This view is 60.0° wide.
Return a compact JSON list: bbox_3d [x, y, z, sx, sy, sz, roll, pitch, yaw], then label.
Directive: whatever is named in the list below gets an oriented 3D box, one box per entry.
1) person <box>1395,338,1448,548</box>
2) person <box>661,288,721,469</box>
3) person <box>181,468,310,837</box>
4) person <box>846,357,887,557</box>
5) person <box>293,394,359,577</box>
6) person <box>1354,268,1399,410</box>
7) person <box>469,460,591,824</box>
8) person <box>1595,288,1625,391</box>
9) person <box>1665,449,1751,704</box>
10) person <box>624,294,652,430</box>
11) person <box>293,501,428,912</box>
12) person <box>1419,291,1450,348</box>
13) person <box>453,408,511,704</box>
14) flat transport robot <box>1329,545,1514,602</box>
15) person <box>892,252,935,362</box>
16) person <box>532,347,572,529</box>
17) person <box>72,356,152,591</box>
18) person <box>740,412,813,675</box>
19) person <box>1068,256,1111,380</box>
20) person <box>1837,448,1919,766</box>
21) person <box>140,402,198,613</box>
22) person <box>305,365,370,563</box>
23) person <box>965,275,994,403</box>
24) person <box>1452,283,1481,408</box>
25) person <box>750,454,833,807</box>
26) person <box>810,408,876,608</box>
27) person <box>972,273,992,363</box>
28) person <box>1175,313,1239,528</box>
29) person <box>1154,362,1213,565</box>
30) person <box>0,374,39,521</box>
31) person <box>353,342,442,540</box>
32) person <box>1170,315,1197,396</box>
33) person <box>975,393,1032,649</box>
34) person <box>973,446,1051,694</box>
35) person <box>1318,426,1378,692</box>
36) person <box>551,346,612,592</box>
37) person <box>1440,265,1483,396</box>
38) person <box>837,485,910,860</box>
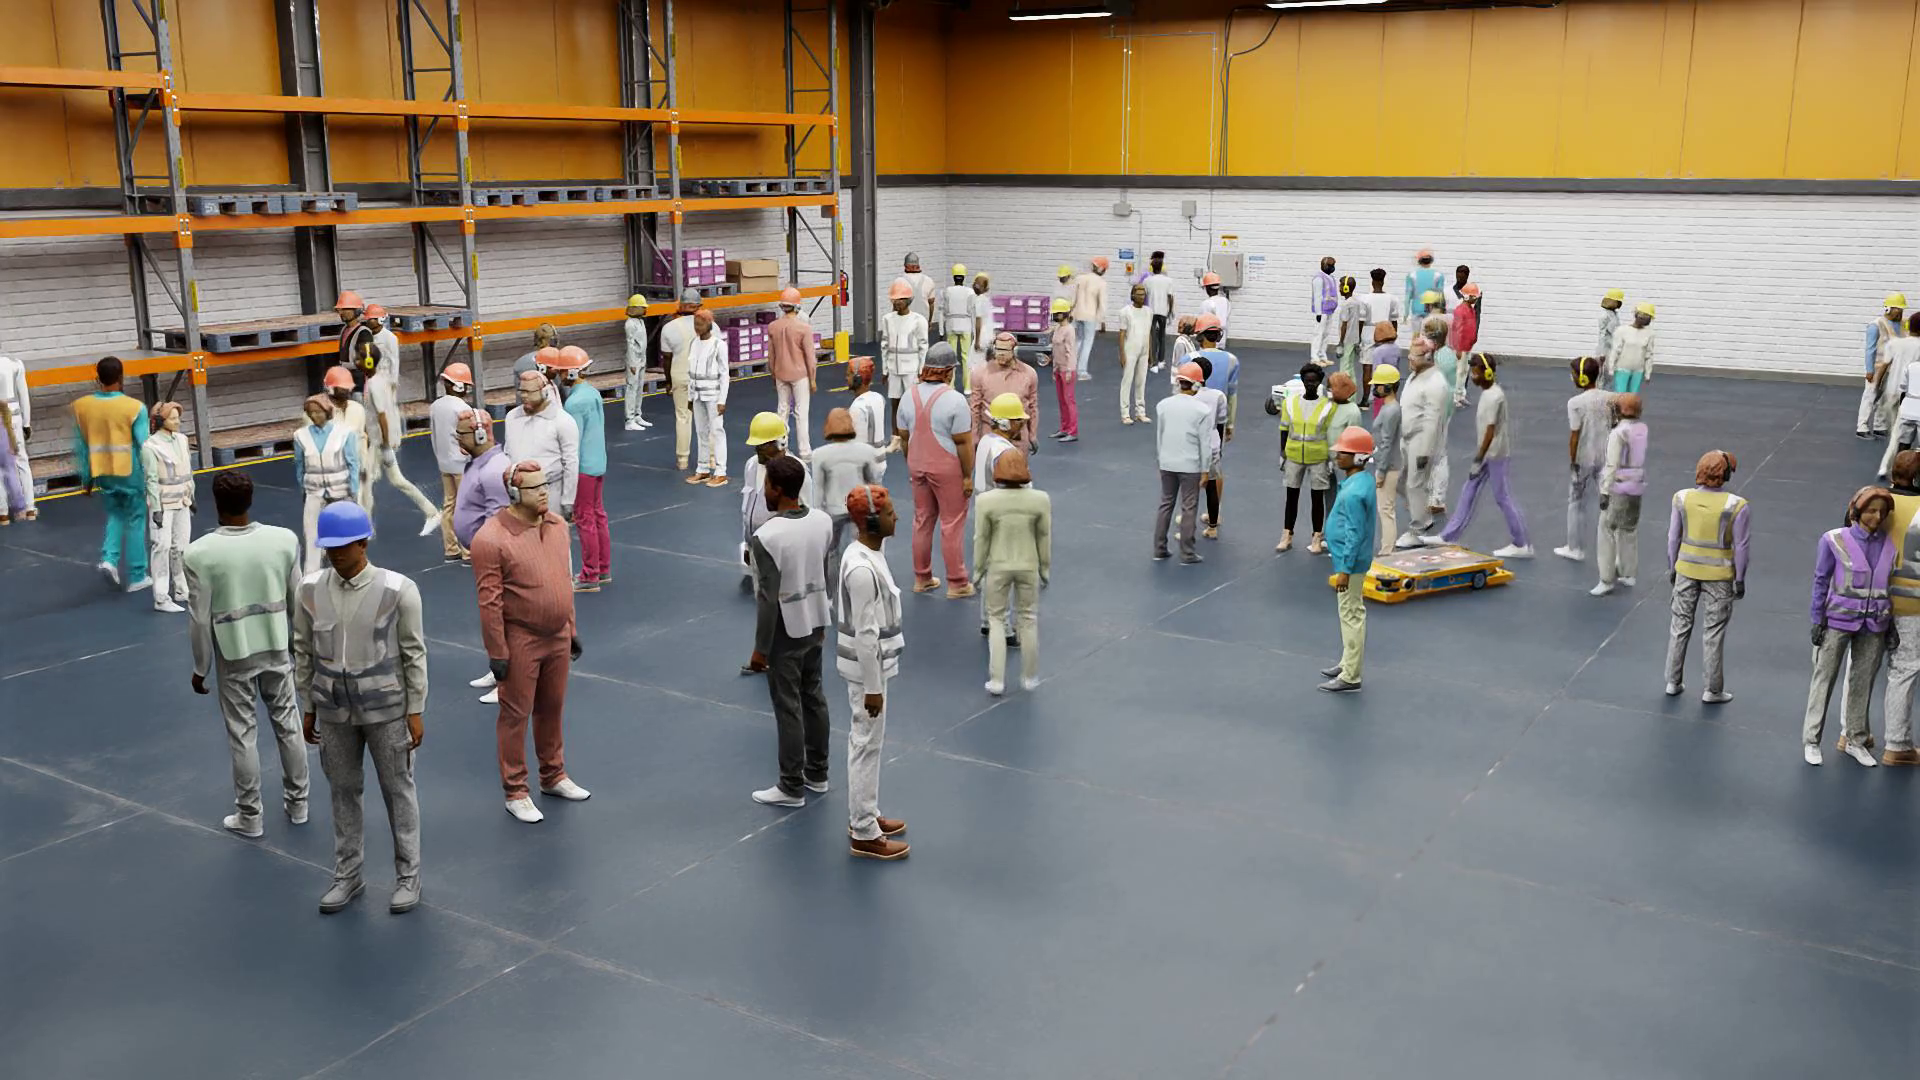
[{"bbox_3d":[4.079,-0.862,14.849,0.417,1.893,0.680,-1,13,-4],"label":"person"},{"bbox_3d":[-2.987,-1.815,18.680,0.673,2.000,0.535,-1,13,-4],"label":"person"},{"bbox_3d":[-3.647,0.580,8.557,0.587,1.920,0.392,-12,18,-42],"label":"person"},{"bbox_3d":[-0.783,-0.544,13.514,0.355,1.883,0.573,3,13,14],"label":"person"},{"bbox_3d":[-5.033,-0.332,13.198,0.524,1.612,0.772,-1,13,-5],"label":"person"},{"bbox_3d":[5.752,-2.776,23.012,0.611,1.962,0.364,-1,13,-5],"label":"person"},{"bbox_3d":[-2.254,0.521,8.831,0.411,1.913,0.643,7,15,29],"label":"person"},{"bbox_3d":[8.732,-2.520,22.396,0.303,1.740,0.485,11,17,39],"label":"person"},{"bbox_3d":[4.779,0.236,10.661,0.307,1.641,0.513,-12,17,-42],"label":"person"},{"bbox_3d":[-4.141,-2.287,21.406,0.342,1.735,0.484,2,13,8],"label":"person"},{"bbox_3d":[-2.758,0.768,7.677,0.607,1.948,0.389,0,13,2],"label":"person"},{"bbox_3d":[6.190,-2.387,21.824,0.555,1.732,0.440,-10,16,-38],"label":"person"},{"bbox_3d":[-3.050,0.093,10.727,0.395,1.900,0.647,-6,14,-24],"label":"person"},{"bbox_3d":[3.772,0.258,13.566,1.431,0.197,0.652,-8,15,-30],"label":"flat transport robot"},{"bbox_3d":[-0.751,-3.380,25.468,0.689,2.000,0.538,-6,14,-23],"label":"person"},{"bbox_3d":[-3.807,-0.918,15.433,0.339,1.743,0.560,1,13,3],"label":"person"},{"bbox_3d":[-6.749,-0.522,13.373,0.618,1.899,0.457,1,13,3],"label":"person"},{"bbox_3d":[-1.246,0.044,11.091,0.601,1.821,0.404,11,17,40],"label":"person"},{"bbox_3d":[2.053,-3.483,26.147,0.600,1.940,0.647,-11,17,-40],"label":"person"},{"bbox_3d":[5.409,0.378,9.606,0.429,1.840,0.634,-7,14,-26],"label":"person"},{"bbox_3d":[-6.092,-0.260,12.842,0.318,1.630,0.512,2,13,8],"label":"person"},{"bbox_3d":[-5.353,-0.643,14.243,0.586,1.737,0.591,9,16,34],"label":"person"},{"bbox_3d":[0.295,-2.834,23.619,0.354,1.816,0.601,4,14,19],"label":"person"},{"bbox_3d":[7.070,-2.721,23.260,0.353,1.743,0.571,9,16,34],"label":"person"},{"bbox_3d":[-0.901,0.488,8.954,0.392,1.922,0.592,8,15,30],"label":"person"},{"bbox_3d":[-0.885,-0.210,12.676,0.513,1.605,0.677,-2,13,-10],"label":"person"},{"bbox_3d":[0.338,-3.185,25.274,0.299,1.743,0.493,-5,14,-22],"label":"person"},{"bbox_3d":[2.312,-1.123,15.710,0.619,2.029,0.409,-5,14,-22],"label":"person"},{"bbox_3d":[1.945,-0.664,14.355,0.563,1.741,0.374,11,17,39],"label":"person"},{"bbox_3d":[-9.128,-0.970,15.618,0.587,1.776,0.993,1,13,3],"label":"person"},{"bbox_3d":[-5.221,-0.900,15.179,0.914,1.838,0.527,-3,13,-11],"label":"person"},{"bbox_3d":[2.646,-1.843,19.700,0.313,1.634,0.514,4,14,17],"label":"person"},{"bbox_3d":[0.316,-0.139,11.871,0.404,1.828,0.602,-3,13,-14],"label":"person"},{"bbox_3d":[0.340,0.201,10.834,0.504,1.636,0.293,-1,13,-4],"label":"person"},{"bbox_3d":[2.548,0.120,10.904,0.318,1.756,0.559,4,14,16],"label":"person"},{"bbox_3d":[-3.051,-0.572,13.409,0.407,1.986,0.616,1,13,6],"label":"person"},{"bbox_3d":[7.343,-3.084,24.466,0.587,1.913,0.391,7,15,28],"label":"person"},{"bbox_3d":[-0.438,0.652,8.321,0.351,1.884,0.581,-1,13,-3],"label":"person"}]
